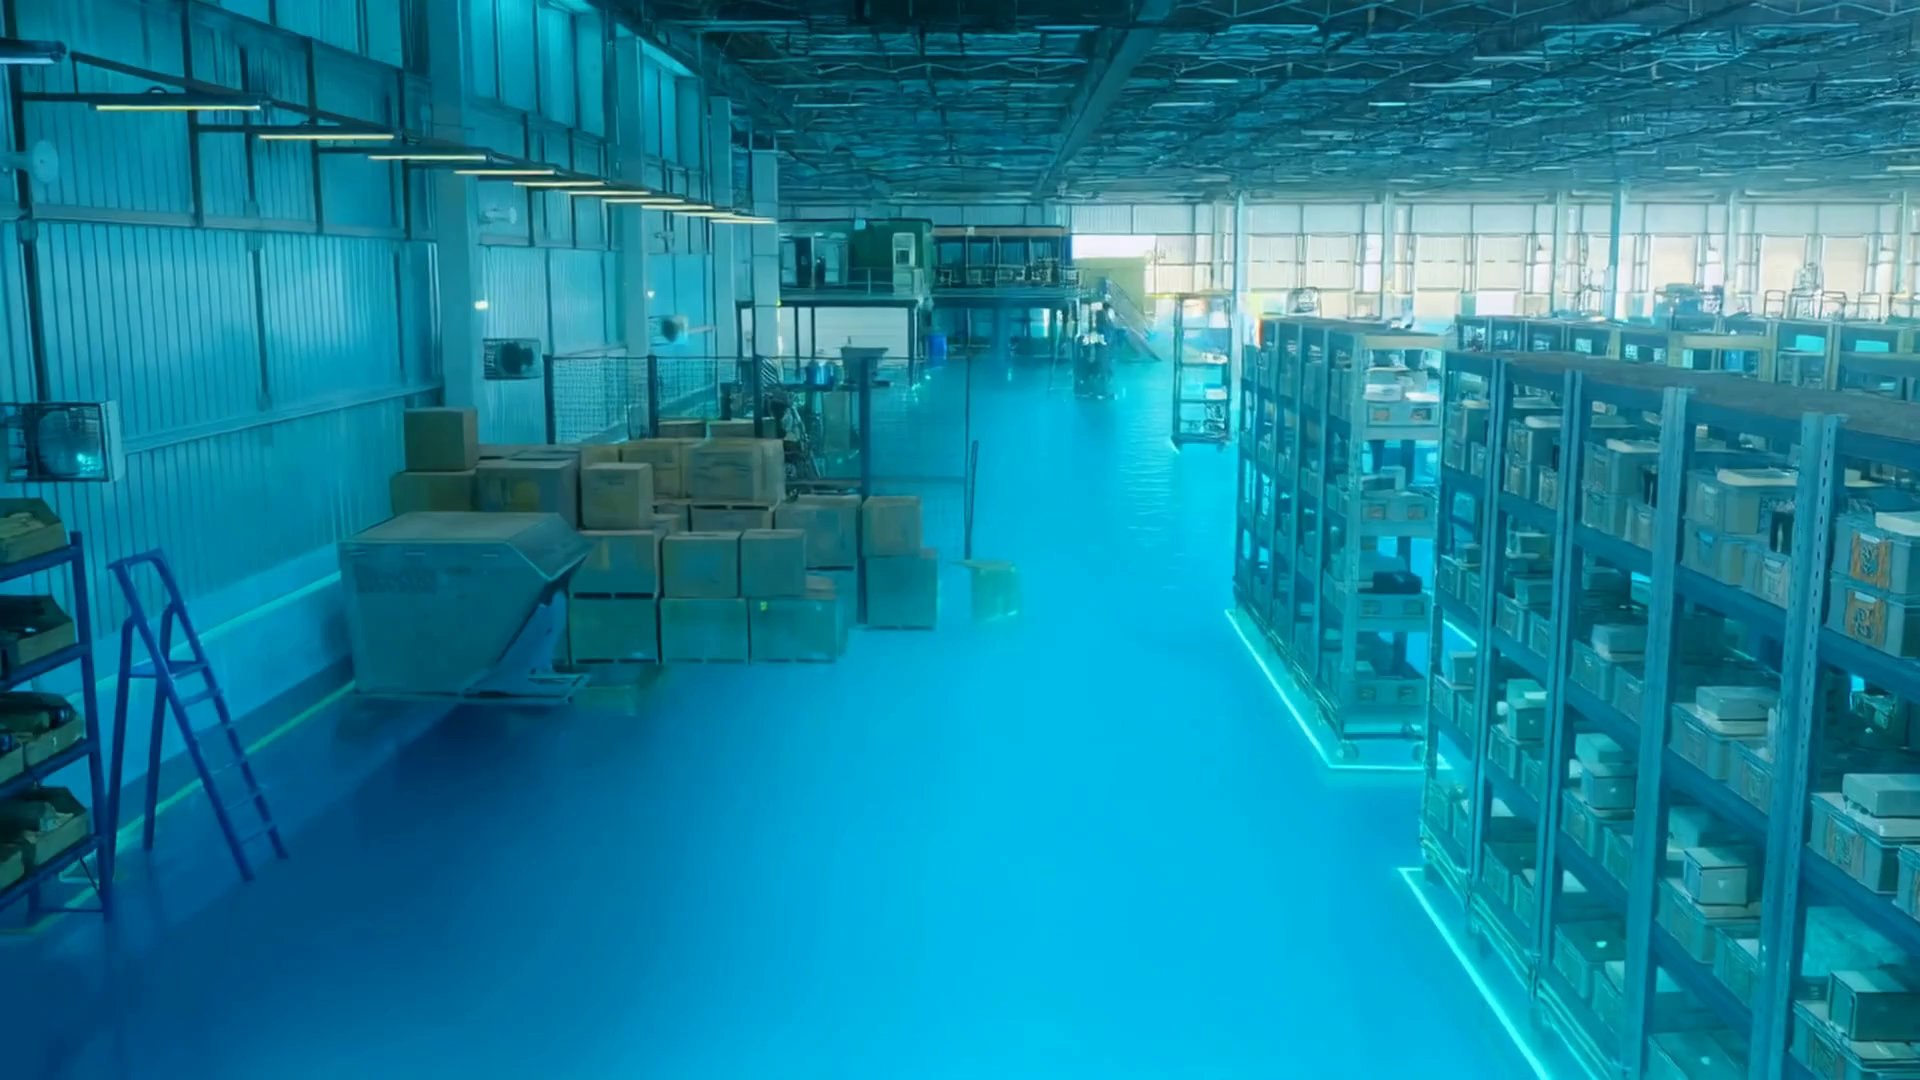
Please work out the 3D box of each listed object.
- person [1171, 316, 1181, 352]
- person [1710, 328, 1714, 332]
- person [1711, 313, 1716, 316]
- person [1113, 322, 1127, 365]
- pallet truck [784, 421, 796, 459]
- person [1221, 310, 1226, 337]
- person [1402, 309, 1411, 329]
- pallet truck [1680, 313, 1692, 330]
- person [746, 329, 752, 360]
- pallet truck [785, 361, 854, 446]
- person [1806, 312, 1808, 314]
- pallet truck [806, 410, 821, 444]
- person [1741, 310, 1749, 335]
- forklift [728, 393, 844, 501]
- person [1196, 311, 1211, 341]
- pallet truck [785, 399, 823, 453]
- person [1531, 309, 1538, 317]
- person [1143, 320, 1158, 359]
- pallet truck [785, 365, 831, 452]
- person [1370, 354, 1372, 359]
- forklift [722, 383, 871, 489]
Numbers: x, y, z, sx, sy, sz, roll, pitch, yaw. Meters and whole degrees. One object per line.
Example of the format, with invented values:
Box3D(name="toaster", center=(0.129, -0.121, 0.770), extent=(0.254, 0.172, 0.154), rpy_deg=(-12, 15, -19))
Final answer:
Box3D(name="person", center=(10.914, -10.370, 83.745), extent=(0.582, 1.842, 0.990), rpy_deg=(-2, 9, -13))
Box3D(name="person", center=(33.317, -8.815, 73.886), extent=(0.381, 1.934, 0.545), rpy_deg=(5, 10, 27))
Box3D(name="person", center=(40.597, -11.353, 89.834), extent=(0.710, 1.825, 0.634), rpy_deg=(8, 12, 40))
Box3D(name="person", center=(6.939, -8.484, 71.960), extent=(0.592, 1.888, 0.796), rpy_deg=(7, 12, 38))
Box3D(name="pallet truck", center=(-4.013, -1.793, 32.705), extent=(1.601, 1.201, 0.680), rpy_deg=(0, 9, 1))
Box3D(name="person", center=(15.103, -12.315, 95.644), extent=(0.607, 1.877, 0.985), rpy_deg=(-5, 11, -29))
Box3D(name="person", center=(25.293, -12.133, 94.379), extent=(0.588, 1.918, 0.394), rpy_deg=(-5, 11, -30))
Box3D(name="pallet truck", center=(36.315, -10.531, 84.244), extent=(0.823, 1.965, 1.885), rpy_deg=(-6, 11, -33))
Box3D(name="person", center=(-8.168, -7.351, 65.123), extent=(0.533, 1.834, 0.542), rpy_deg=(1, 9, 6))
Box3D(name="pallet truck", center=(-3.410, -3.193, 38.978), extent=(1.885, 1.965, 0.823), rpy_deg=(0, 9, -1))
Box3D(name="person", center=(44.843, -11.139, 88.211), extent=(0.366, 1.932, 0.629), rpy_deg=(2, 9, 12))
Box3D(name="pallet truck", center=(-3.559, -2.018, 33.905), extent=(1.522, 1.261, 0.704), rpy_deg=(0, 9, -1))
Box3D(name="person", center=(41.196, -11.084, 87.520), extent=(0.679, 2.000, 0.537), rpy_deg=(6, 11, 34))
Box3D(name="forklift", center=(-2.979, -1.316, 26.476), extent=(2.680, 1.987, 1.157), rpy_deg=(0, 9, 1))
Box3D(name="person", center=(14.282, -12.580, 97.237), extent=(0.983, 1.908, 0.641), rpy_deg=(6, 11, 33))
Box3D(name="pallet truck", center=(-3.814, -2.432, 36.419), extent=(1.630, 1.274, 0.653), rpy_deg=(0, 9, 1))
Box3D(name="person", center=(33.144, -12.404, 96.168), extent=(0.532, 1.876, 0.319), rpy_deg=(-3, 10, -19))
Box3D(name="person", center=(8.906, -9.339, 77.421), extent=(0.588, 1.839, 1.027), rpy_deg=(8, 12, 41))
Box3D(name="pallet truck", center=(-3.774, -2.976, 37.635), extent=(1.885, 1.965, 0.823), rpy_deg=(1, 9, 5))
Box3D(name="person", center=(13.010, -5.231, 52.084), extent=(0.403, 1.828, 0.595), rpy_deg=(0, 9, -2))
Box3D(name="forklift", center=(-2.893, -1.687, 28.729), extent=(2.680, 1.987, 1.157), rpy_deg=(0, 9, -1))
